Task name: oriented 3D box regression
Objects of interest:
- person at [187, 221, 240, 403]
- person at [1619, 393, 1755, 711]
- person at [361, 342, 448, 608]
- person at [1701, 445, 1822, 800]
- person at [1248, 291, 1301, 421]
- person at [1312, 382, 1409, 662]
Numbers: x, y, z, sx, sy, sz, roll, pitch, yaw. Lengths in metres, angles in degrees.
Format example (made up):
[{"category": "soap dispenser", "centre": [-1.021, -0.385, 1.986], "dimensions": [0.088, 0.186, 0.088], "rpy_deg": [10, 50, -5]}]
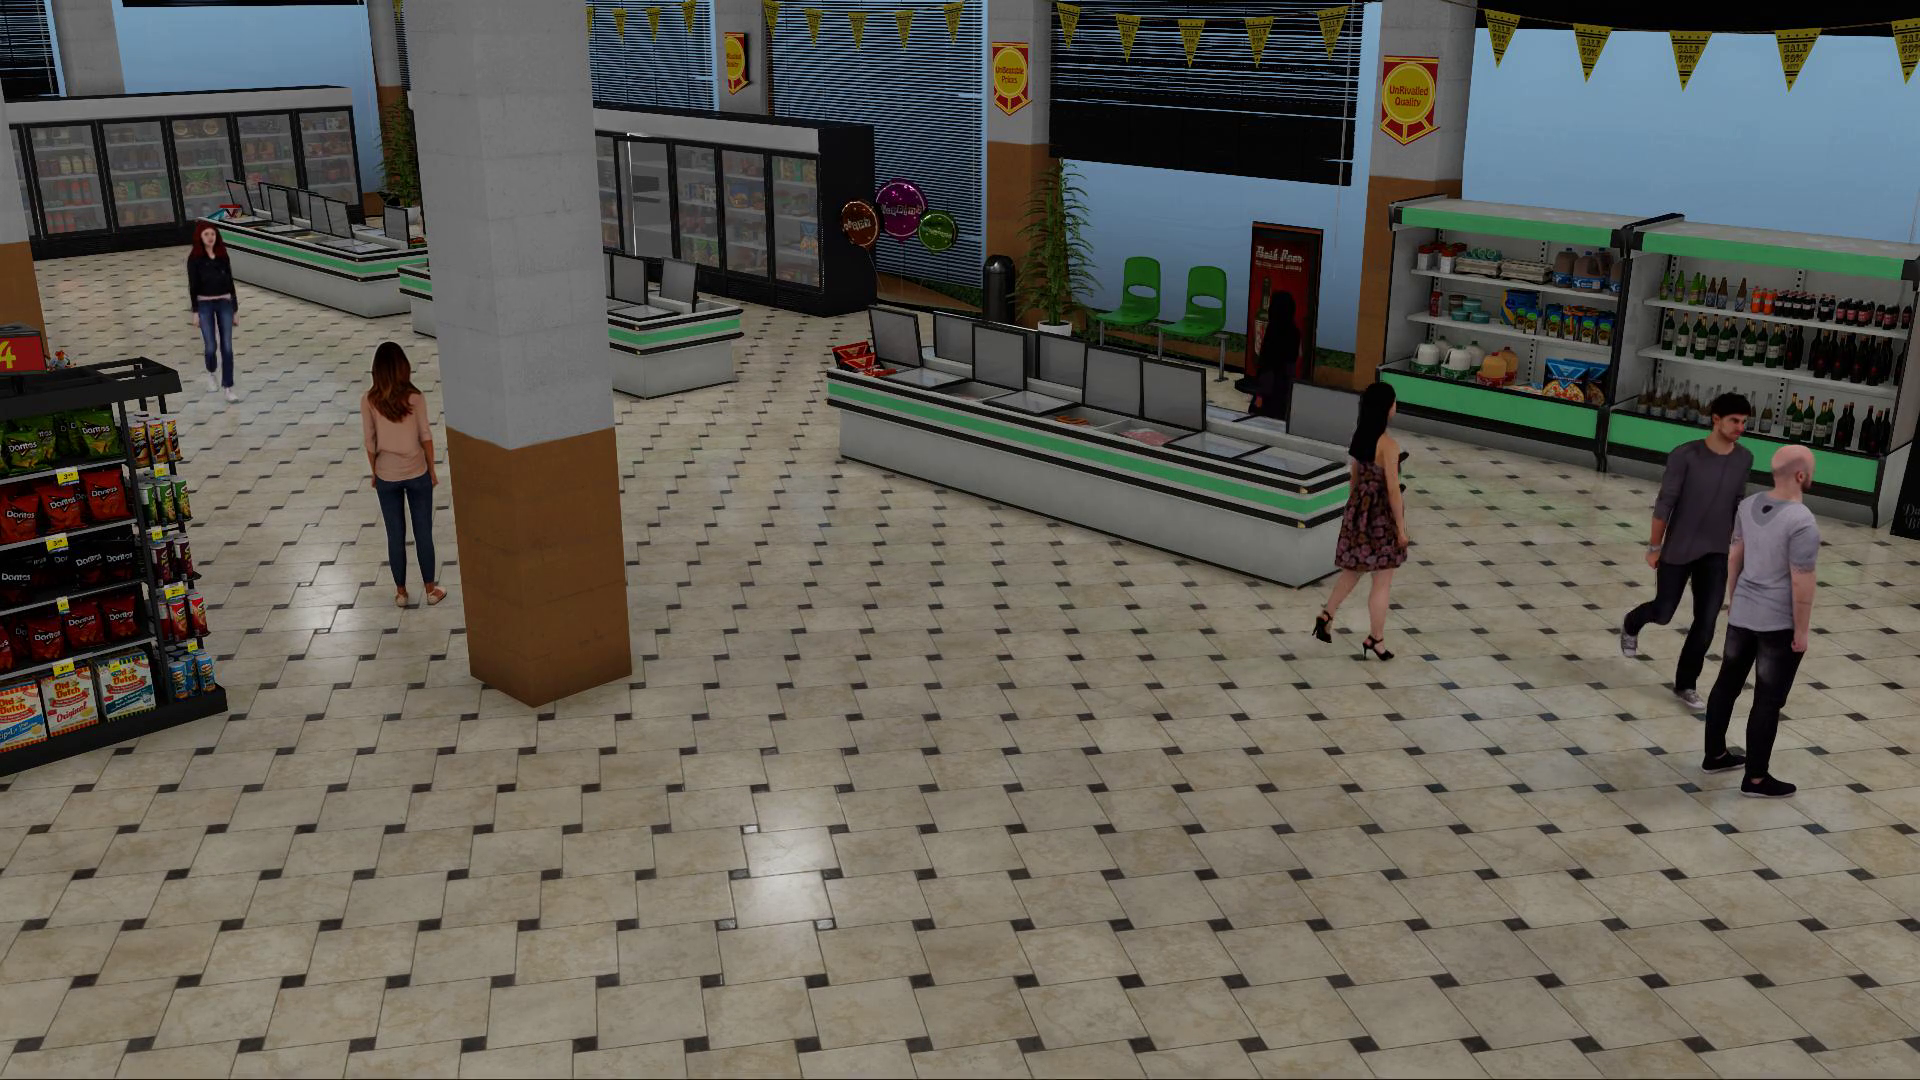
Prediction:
[{"category": "person", "centre": [-7.388, -2.251, 16.434], "dimensions": [0.609, 1.779, 0.736], "rpy_deg": [-16, 24, -39]}, {"category": "person", "centre": [4.194, 0.028, 9.611], "dimensions": [1.090, 1.819, 1.173], "rpy_deg": [0, 19, 1]}, {"category": "person", "centre": [-3.688, -0.428, 11.005], "dimensions": [0.670, 1.792, 0.697], "rpy_deg": [-3, 19, -9]}, {"category": "person", "centre": [4.121, 0.394, 8.499], "dimensions": [0.824, 1.837, 0.699], "rpy_deg": [-5, 19, -16]}, {"category": "person", "centre": [2.670, -1.251, 13.735], "dimensions": [0.779, 1.609, 0.680], "rpy_deg": [13, 23, 34]}, {"category": "person", "centre": [2.429, -0.072, 9.995], "dimensions": [0.895, 1.764, 0.863], "rpy_deg": [-7, 20, -19]}]
